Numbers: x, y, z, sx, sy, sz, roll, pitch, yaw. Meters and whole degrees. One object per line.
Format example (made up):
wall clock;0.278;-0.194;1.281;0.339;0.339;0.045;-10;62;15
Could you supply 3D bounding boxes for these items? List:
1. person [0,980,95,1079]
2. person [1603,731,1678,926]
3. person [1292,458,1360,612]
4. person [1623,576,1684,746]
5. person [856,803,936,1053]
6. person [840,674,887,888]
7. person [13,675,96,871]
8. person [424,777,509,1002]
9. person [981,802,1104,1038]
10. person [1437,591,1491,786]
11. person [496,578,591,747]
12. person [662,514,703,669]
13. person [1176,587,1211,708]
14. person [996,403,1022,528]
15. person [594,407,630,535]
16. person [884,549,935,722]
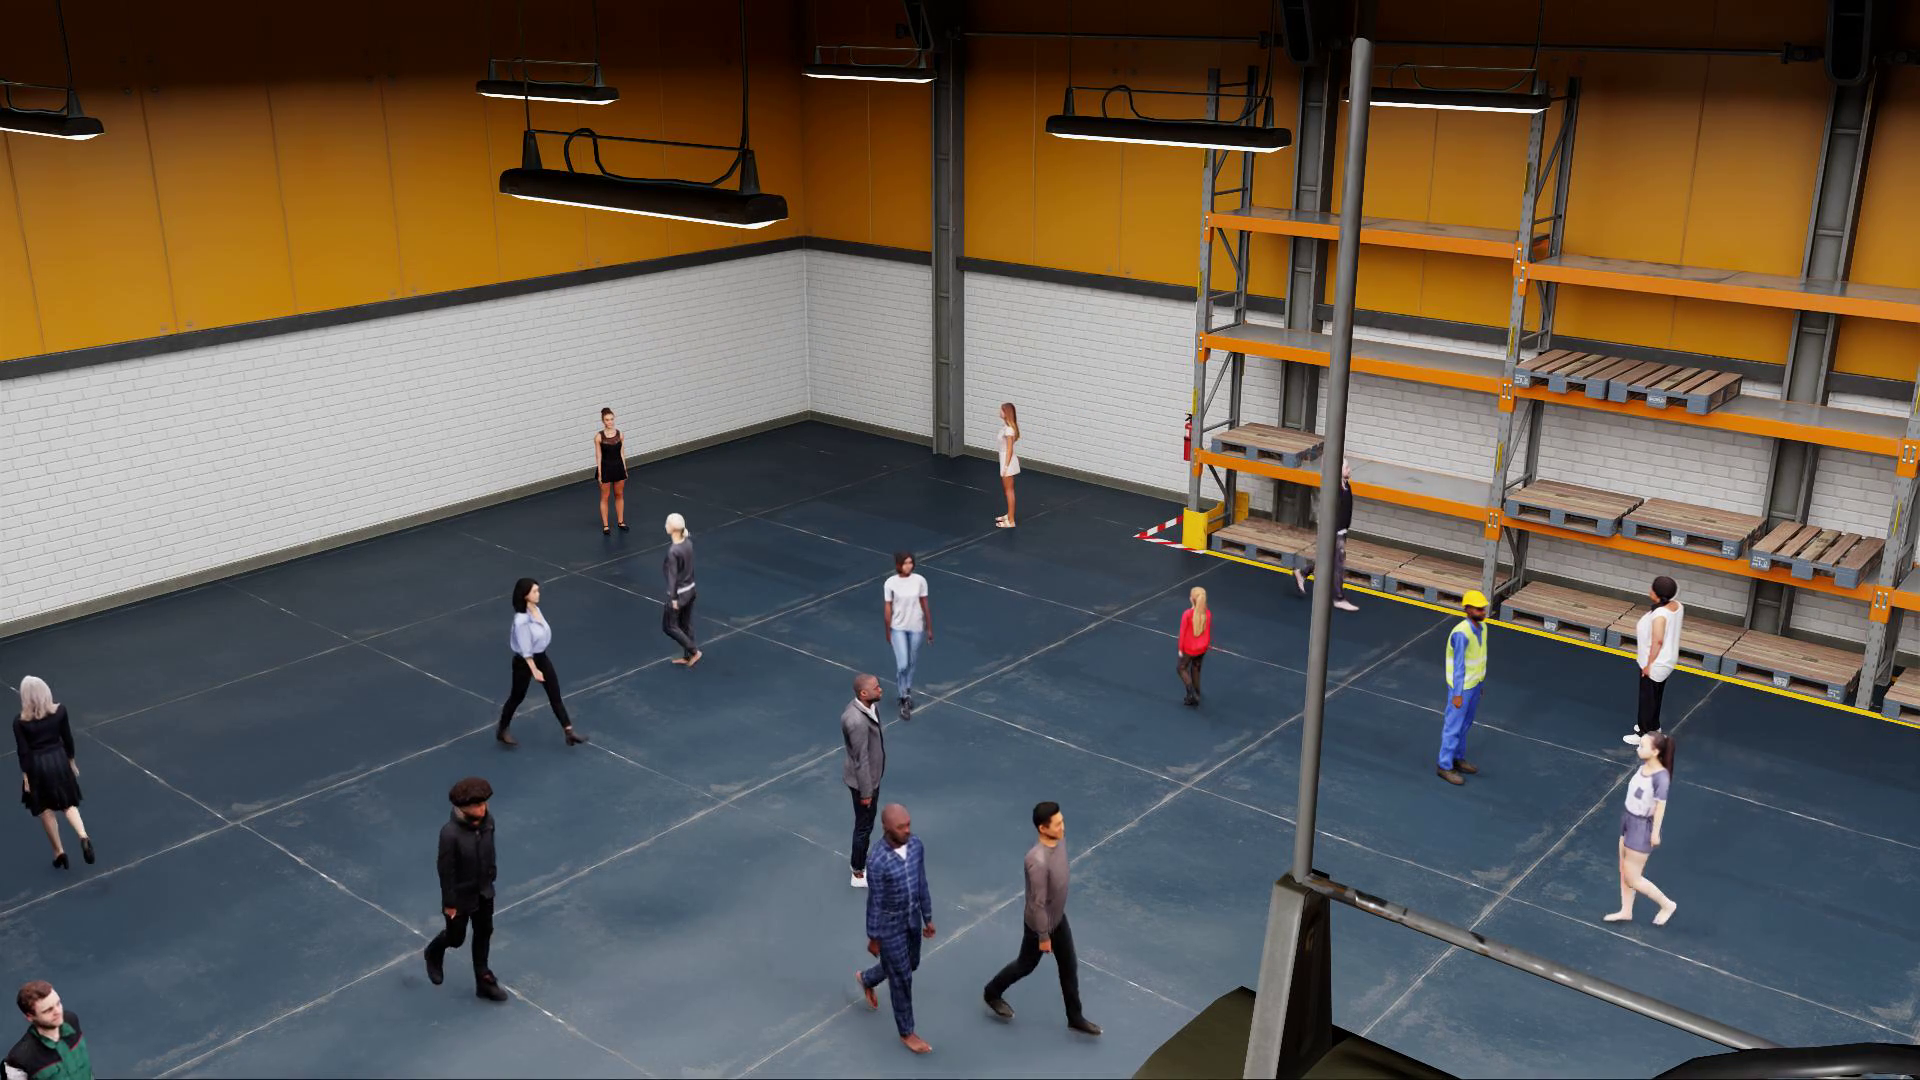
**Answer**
person;-5.094;3.264;9.348;0.825;1.833;0.780;3;19;8
person;5.299;2.224;12.743;0.869;1.638;0.793;2;19;5
person;4.291;-0.080;19.335;1.137;1.798;0.783;12;22;31
person;6.629;1.137;15.891;0.594;1.687;0.655;16;24;40
person;-0.486;2.591;11.404;1.013;1.797;0.647;14;23;36
person;-0.786;1.919;13.371;0.794;1.815;0.789;2;19;6
person;-7.328;1.932;13.465;0.865;1.730;0.568;14;23;36
person;-3.568;2.461;11.863;0.979;1.750;0.711;13;22;33
person;0.499;2.602;11.474;1.194;1.730;0.830;11;22;30
person;4.618;1.310;15.184;0.562;1.812;0.673;17;25;40
person;-4.130;1.210;15.673;1.260;1.690;0.987;5;19;14
person;-2.880;0.553;17.583;0.762;1.715;0.705;7;20;21
person;2.370;1.100;16.656;0.605;1.270;0.668;-8;20;-23
person;0.653;-1.020;22.281;0.715;1.697;0.669;1;19;3
person;-4.621;-0.928;22.046;0.638;1.675;0.634;-12;22;-32
person;-0.550;0.885;16.616;0.842;1.702;0.957;-7;20;-19
